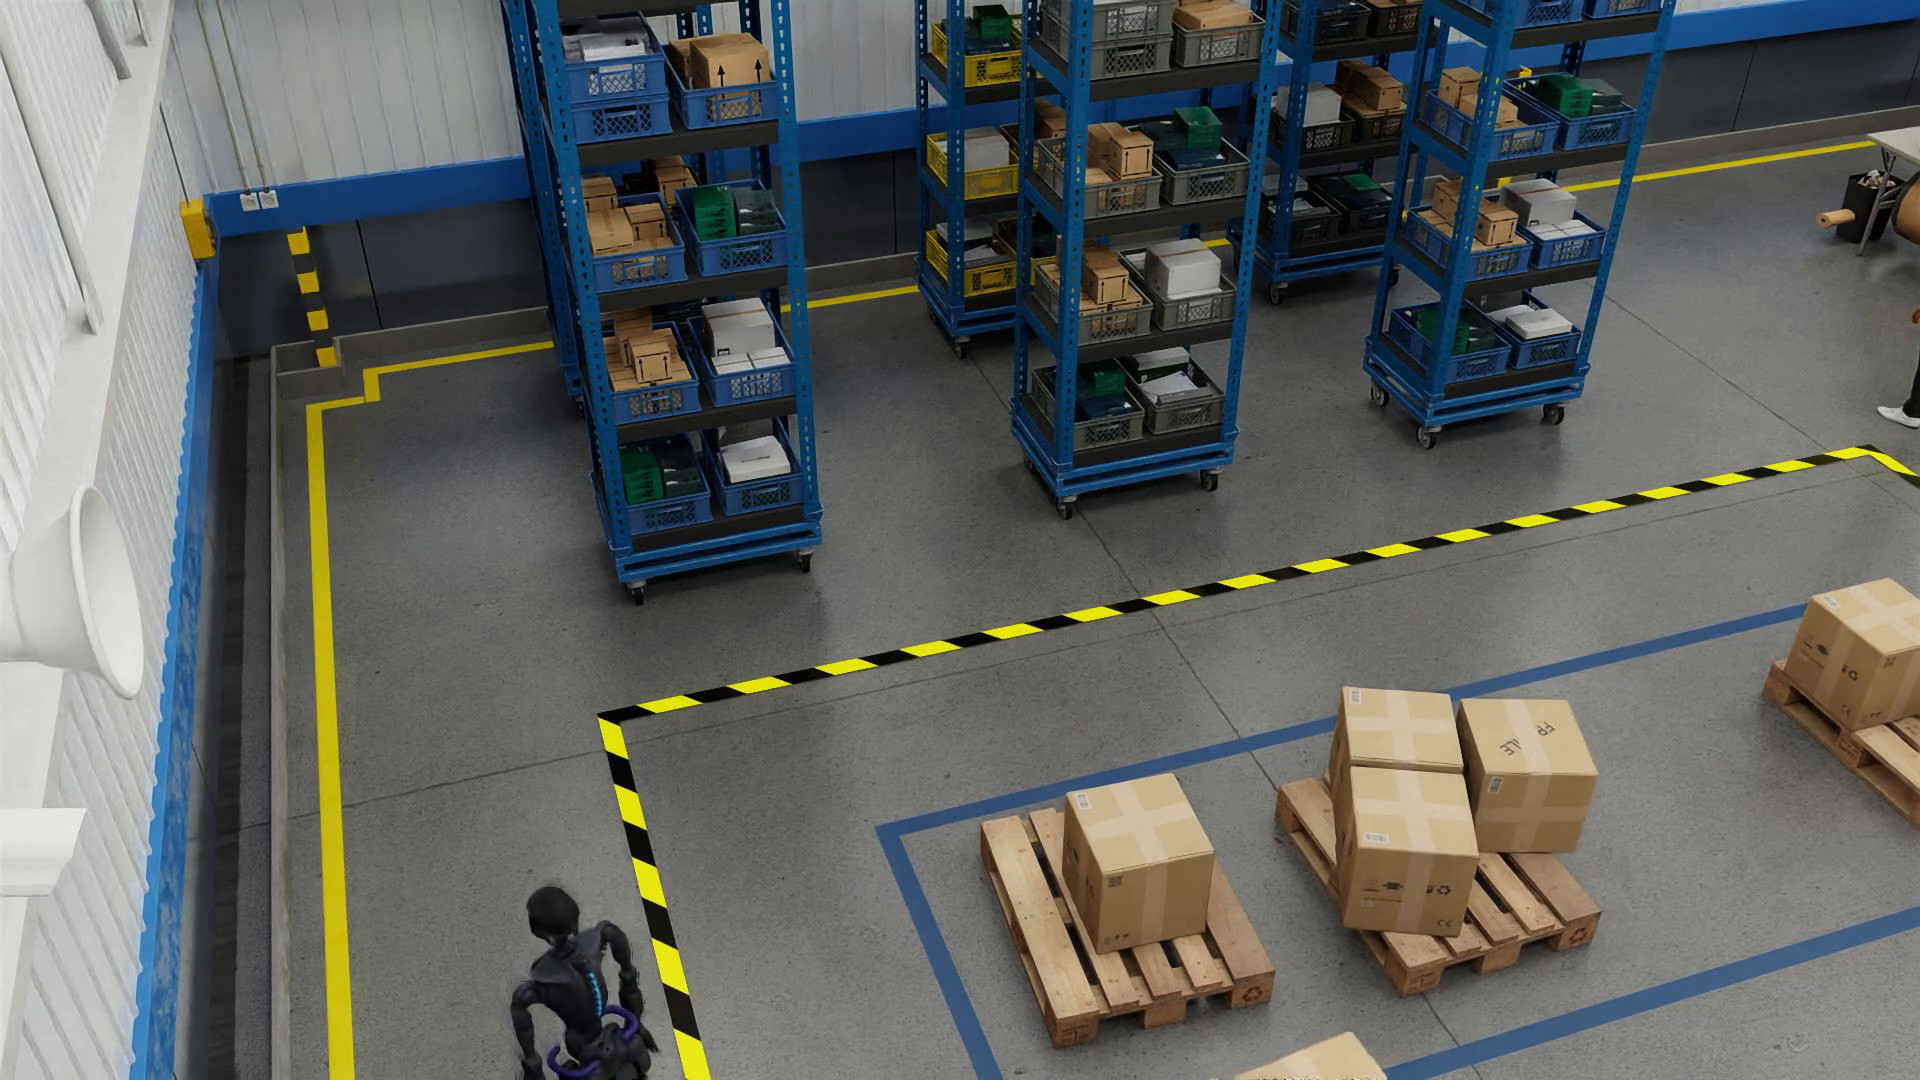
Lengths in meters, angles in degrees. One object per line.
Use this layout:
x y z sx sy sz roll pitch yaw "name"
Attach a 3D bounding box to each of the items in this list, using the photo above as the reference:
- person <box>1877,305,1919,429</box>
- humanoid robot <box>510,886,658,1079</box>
6.546 -1.601 10.957 0.587 1.847 0.397 -12 37 -17 "person"
-1.316 1.953 6.067 0.483 1.637 0.607 21 40 27 "humanoid robot"
